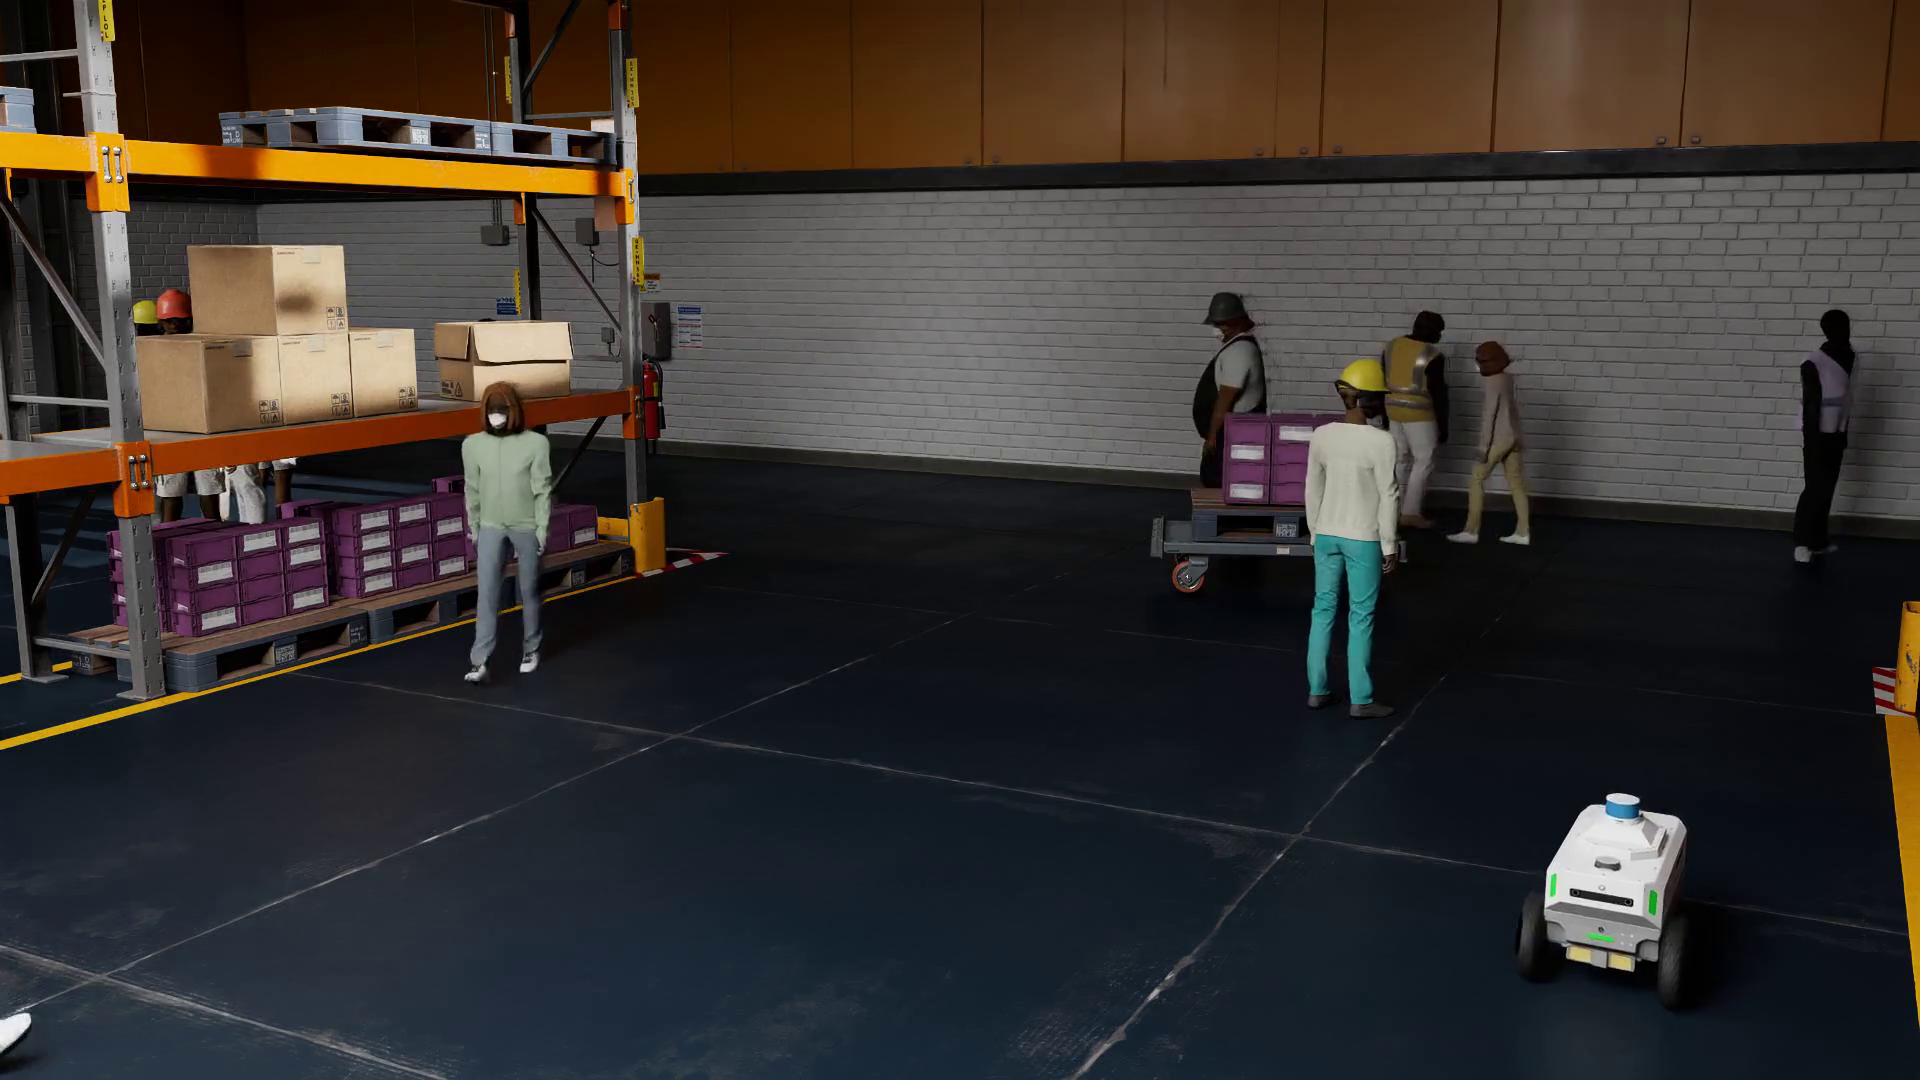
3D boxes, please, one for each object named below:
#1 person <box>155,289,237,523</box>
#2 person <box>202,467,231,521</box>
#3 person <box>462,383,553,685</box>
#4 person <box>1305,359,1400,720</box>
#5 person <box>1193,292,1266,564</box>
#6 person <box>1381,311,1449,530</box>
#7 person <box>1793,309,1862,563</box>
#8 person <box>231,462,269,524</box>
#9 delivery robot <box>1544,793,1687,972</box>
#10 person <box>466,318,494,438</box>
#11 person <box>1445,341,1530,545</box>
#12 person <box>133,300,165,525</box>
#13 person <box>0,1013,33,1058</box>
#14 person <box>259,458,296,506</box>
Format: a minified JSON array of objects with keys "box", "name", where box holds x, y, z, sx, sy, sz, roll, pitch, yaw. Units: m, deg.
[{"box":[-5.102,-0.619,11.005,0.625,2.041,0.395,-4,11,-24],"name":"person"},{"box":[-5.858,-0.794,13.133,0.314,1.640,0.516,-1,10,-4],"name":"person"},{"box":[-2.399,-0.022,8.783,0.507,1.595,0.834,0,10,0],"name":"person"},{"box":[1.938,-0.004,8.199,0.328,1.765,0.528,-8,13,-38],"name":"person"},{"box":[1.992,-0.836,12.217,0.567,2.000,0.708,1,10,9],"name":"person"},{"box":[3.754,-0.996,13.825,0.513,1.811,0.704,-6,12,-33],"name":"person"},{"box":[6.448,-0.773,12.359,0.763,1.875,0.387,-7,12,-34],"name":"person"},{"box":[-5.241,-0.737,12.100,0.358,1.882,0.574,-6,12,-32],"name":"person"},{"box":[2.100,1.053,5.306,0.477,0.478,0.707,5,11,29],"name":"delivery robot"},{"box":[-4.271,-1.155,15.063,0.536,1.694,0.322,2,10,13],"name":"person"},{"box":[4.145,-0.742,12.959,0.623,1.595,0.513,8,13,39],"name":"person"},{"box":[-6.060,-0.831,12.515,0.362,1.928,0.587,-9,13,-41],"name":"person"},{"box":[-3.092,0.615,4.336,0.986,1.854,0.659,-7,12,-36],"name":"person"},{"box":[-5.262,-0.872,12.730,0.547,1.934,0.376,4,11,24],"name":"person"}]
